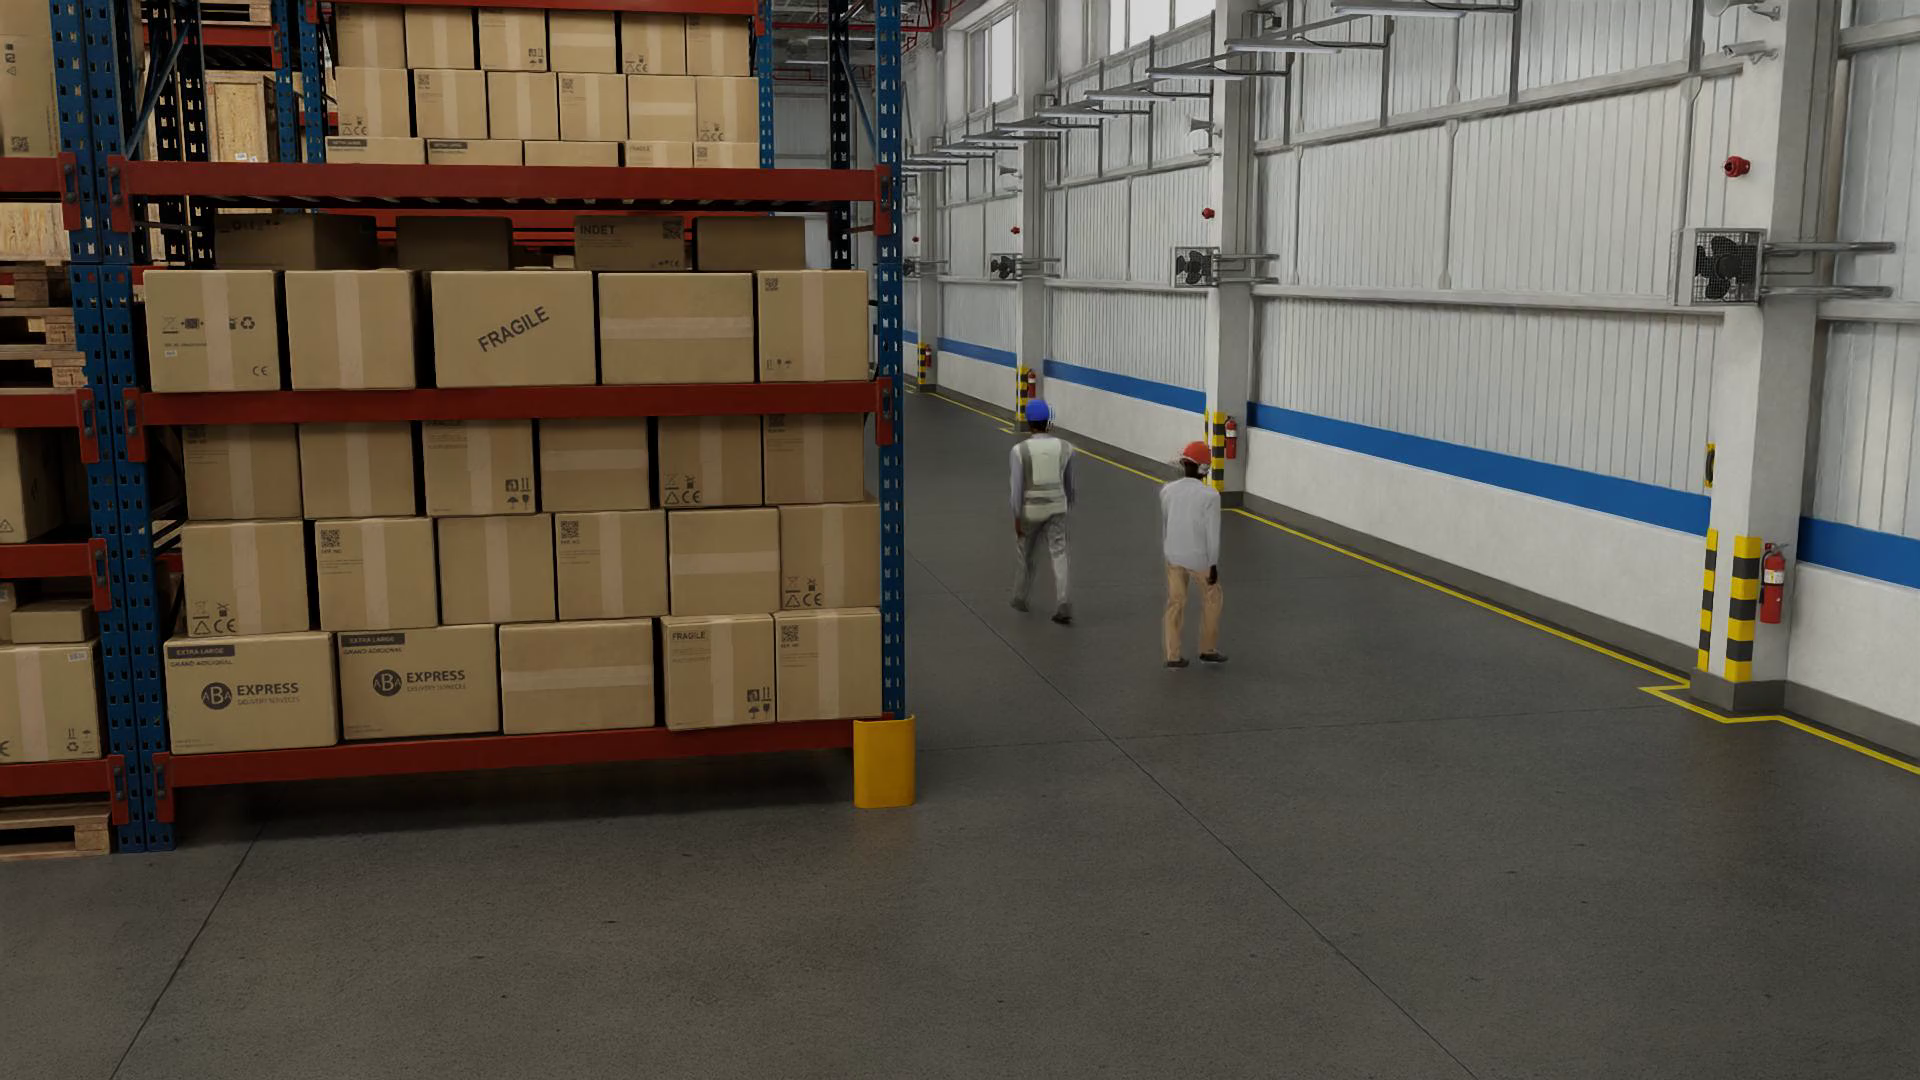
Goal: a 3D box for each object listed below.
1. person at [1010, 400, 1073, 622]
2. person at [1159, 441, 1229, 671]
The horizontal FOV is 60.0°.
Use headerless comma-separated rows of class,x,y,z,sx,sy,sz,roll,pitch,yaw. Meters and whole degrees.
person,0.717,-0.256,14.357,0.596,1.908,1.004,-2,10,-14
person,1.791,0.112,12.592,0.588,1.726,0.659,9,13,43
